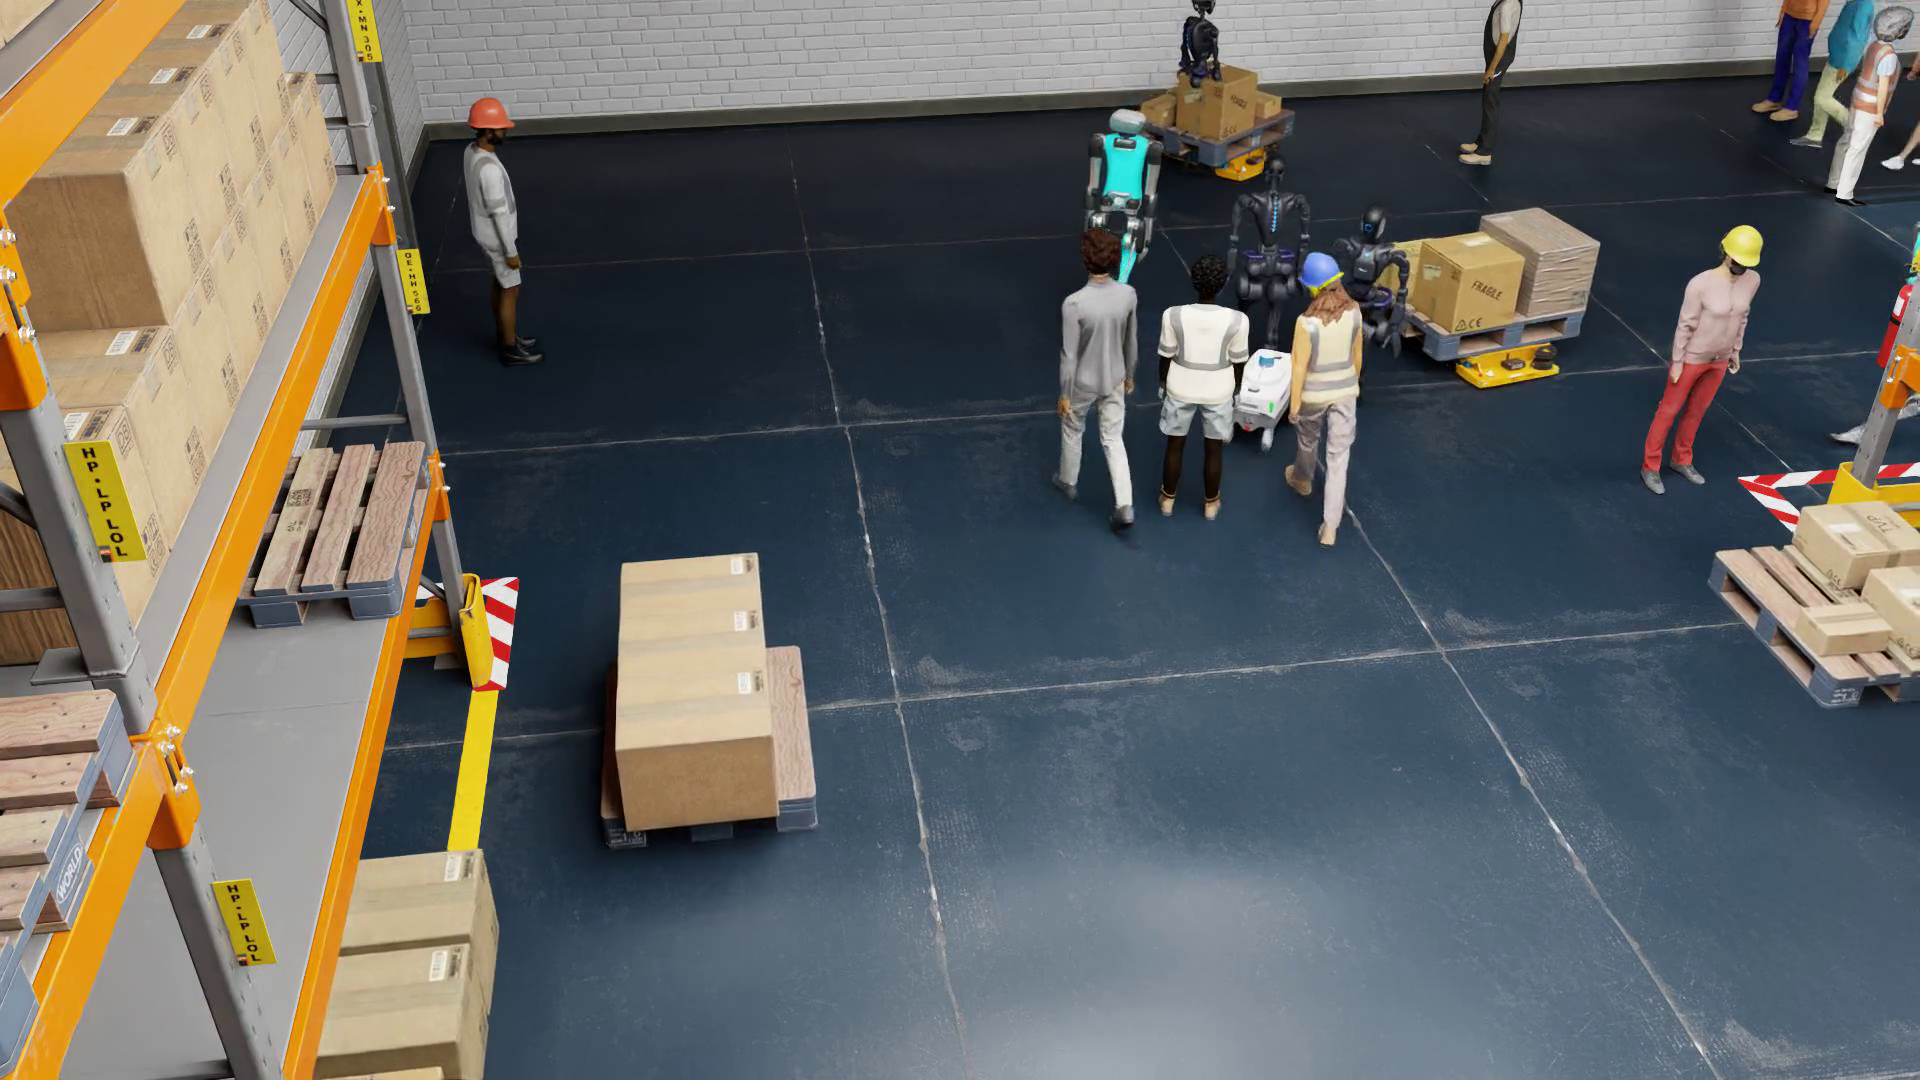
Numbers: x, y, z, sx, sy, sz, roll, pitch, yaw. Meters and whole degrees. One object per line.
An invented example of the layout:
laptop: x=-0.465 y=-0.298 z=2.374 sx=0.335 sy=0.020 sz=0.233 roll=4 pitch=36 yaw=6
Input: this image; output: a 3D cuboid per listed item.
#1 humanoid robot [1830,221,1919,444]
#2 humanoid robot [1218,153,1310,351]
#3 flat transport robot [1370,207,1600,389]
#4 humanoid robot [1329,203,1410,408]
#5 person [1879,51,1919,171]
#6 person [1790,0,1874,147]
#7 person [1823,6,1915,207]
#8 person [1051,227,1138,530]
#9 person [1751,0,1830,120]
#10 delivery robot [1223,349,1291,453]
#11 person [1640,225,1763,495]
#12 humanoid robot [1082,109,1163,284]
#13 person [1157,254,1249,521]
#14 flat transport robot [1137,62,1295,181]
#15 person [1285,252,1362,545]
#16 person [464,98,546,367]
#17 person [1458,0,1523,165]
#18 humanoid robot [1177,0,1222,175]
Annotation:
humanoid robot: x=6.309 y=-1.281 z=10.526 sx=1.028 sy=1.764 sz=0.532 roll=3 pitch=33 yaw=4
humanoid robot: x=2.085 y=-1.846 z=11.413 sx=0.610 sy=1.625 sz=0.647 roll=-2 pitch=33 yaw=-2
flat transport robot: x=3.692 y=-1.538 z=12.209 sx=0.659 sy=0.231 sz=1.431 roll=-11 pitch=35 yaw=-17
humanoid robot: x=2.602 y=-1.453 z=10.830 sx=0.592 sy=1.623 sz=0.697 roll=14 pitch=36 yaw=20
person: x=8.712 y=-4.138 z=14.911 sx=0.826 sy=1.655 sz=0.523 roll=-6 pitch=34 yaw=-10
person: x=8.151 y=-4.434 z=15.298 sx=0.472 sy=1.732 sz=0.581 roll=9 pitch=34 yaw=14
person: x=7.785 y=-3.713 z=14.239 sx=0.309 sy=1.690 sz=0.437 roll=2 pitch=33 yaw=4
person: x=0.825 y=-0.949 z=9.849 sx=0.534 sy=1.872 sz=0.869 roll=-11 pitch=35 yaw=-16
person: x=8.131 y=-5.077 z=16.079 sx=0.398 sy=1.974 sz=0.517 roll=-11 pitch=35 yaw=-16
delivery robot: x=2.023 y=-0.980 z=11.088 sx=0.499 sy=0.590 sz=0.789 roll=15 pitch=36 yaw=21
person: x=4.571 y=-1.104 z=10.183 sx=0.523 sy=1.758 sz=0.333 roll=-11 pitch=35 yaw=-16
humanoid robot: x=1.055 y=-2.041 z=11.686 sx=0.530 sy=1.775 sz=1.023 roll=9 pitch=34 yaw=14
person: x=1.428 y=-0.887 z=9.912 sx=0.535 sy=1.692 sz=0.319 roll=6 pitch=34 yaw=9
flat transport robot: x=2.243 y=-3.668 z=15.473 sx=1.431 sy=0.231 sz=0.659 roll=28 pitch=42 yaw=36
person: x=2.157 y=-0.862 z=9.844 sx=0.469 sy=1.710 sz=0.922 roll=-2 pitch=33 yaw=-3
person: x=-3.194 y=-2.132 z=11.609 sx=0.388 sy=1.926 sz=0.546 roll=-16 pitch=36 yaw=-23
person: x=4.830 y=-4.328 z=15.044 sx=0.346 sy=1.846 sz=0.505 roll=10 pitch=34 yaw=15
humanoid robot: x=2.119 y=-4.056 z=14.776 sx=0.349 sy=1.656 sz=0.600 roll=-15 pitch=36 yaw=-22
